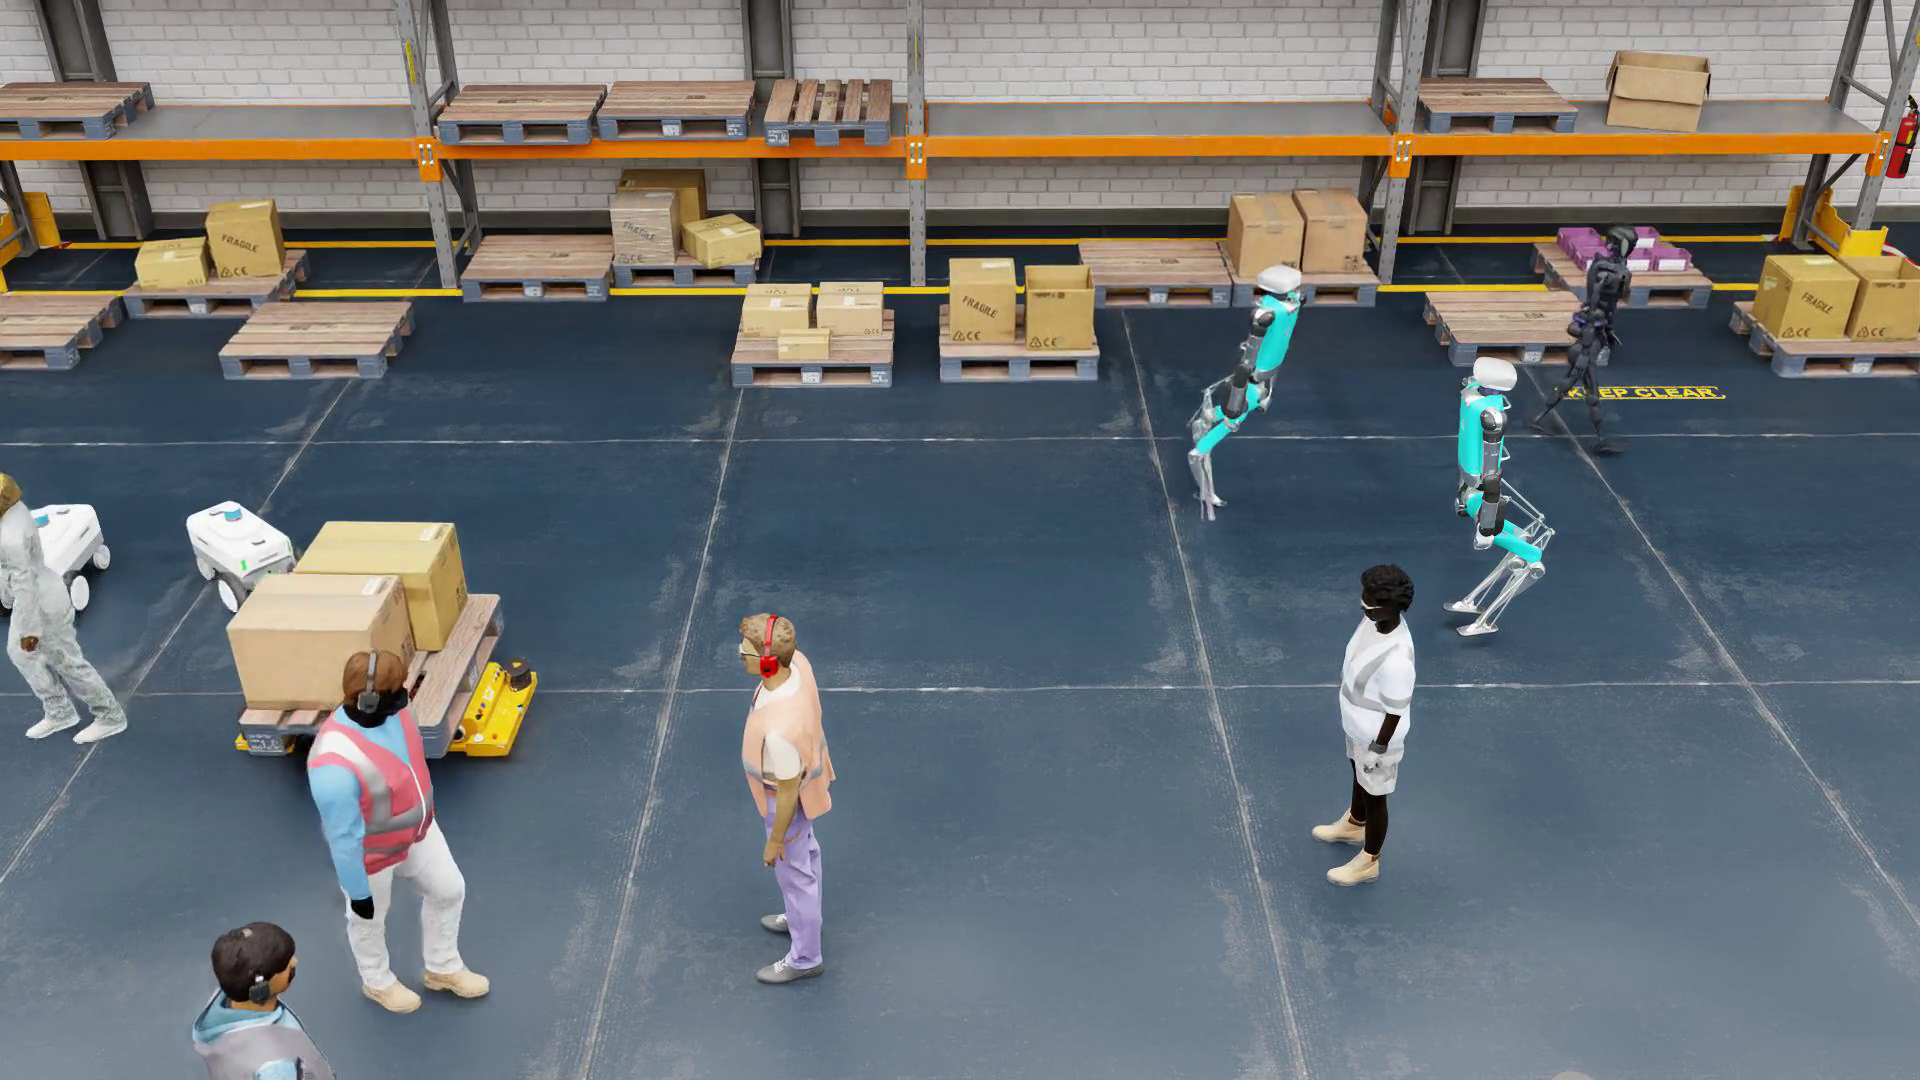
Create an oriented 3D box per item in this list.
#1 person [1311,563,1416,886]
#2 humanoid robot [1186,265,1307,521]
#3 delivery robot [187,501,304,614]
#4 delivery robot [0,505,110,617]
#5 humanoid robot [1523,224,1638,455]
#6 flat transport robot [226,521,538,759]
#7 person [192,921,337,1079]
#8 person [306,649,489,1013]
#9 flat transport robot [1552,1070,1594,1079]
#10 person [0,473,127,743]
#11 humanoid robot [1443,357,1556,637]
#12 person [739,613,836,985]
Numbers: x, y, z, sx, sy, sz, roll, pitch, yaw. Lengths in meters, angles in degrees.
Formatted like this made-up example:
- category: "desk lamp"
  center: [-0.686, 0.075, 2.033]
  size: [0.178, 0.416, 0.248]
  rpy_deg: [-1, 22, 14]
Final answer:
- category: "person"
  center: [1.881, 0.840, 7.628]
  size: [0.320, 1.692, 0.531]
  rpy_deg: [0, 31, 0]
- category: "humanoid robot"
  center: [1.706, -0.921, 10.570]
  size: [0.798, 1.820, 0.549]
  rpy_deg: [22, 37, 32]
- category: "delivery robot"
  center: [-4.325, 0.058, 10.029]
  size: [0.789, 0.587, 0.499]
  rpy_deg: [25, 39, 35]
- category: "delivery robot"
  center: [-5.450, 0.084, 9.965]
  size: [0.499, 0.566, 0.739]
  rpy_deg: [0, 31, -1]
- category: "humanoid robot"
  center: [4.373, -1.392, 11.404]
  size: [0.769, 1.626, 0.605]
  rpy_deg: [20, 36, 29]
- category: "flat transport robot"
  center: [-3.067, 0.884, 8.939]
  size: [1.431, 0.231, 0.659]
  rpy_deg: [1, 31, 1]
- category: "person"
  center: [-2.213, 2.010, 5.518]
  size: [0.459, 1.862, 0.545]
  rpy_deg: [-21, 37, -31]
- category: "person"
  center: [-2.315, 1.242, 6.848]
  size: [0.682, 1.805, 0.679]
  rpy_deg: [9, 32, 15]
- category: "flat transport robot"
  center: [2.678, 2.582, 6.113]
  size: [0.659, 0.231, 1.431]
  rpy_deg: [0, 31, -1]
- category: "person"
  center: [-4.741, 0.335, 8.445]
  size: [0.610, 1.703, 0.542]
  rpy_deg: [-17, 35, -26]
- category: "humanoid robot"
  center: [3.056, -0.227, 9.234]
  size: [0.735, 1.677, 0.533]
  rpy_deg: [0, 31, -1]
- category: "person"
  center: [-0.725, 1.099, 7.049]
  size: [0.389, 1.847, 0.562]
  rpy_deg: [0, 31, 0]
